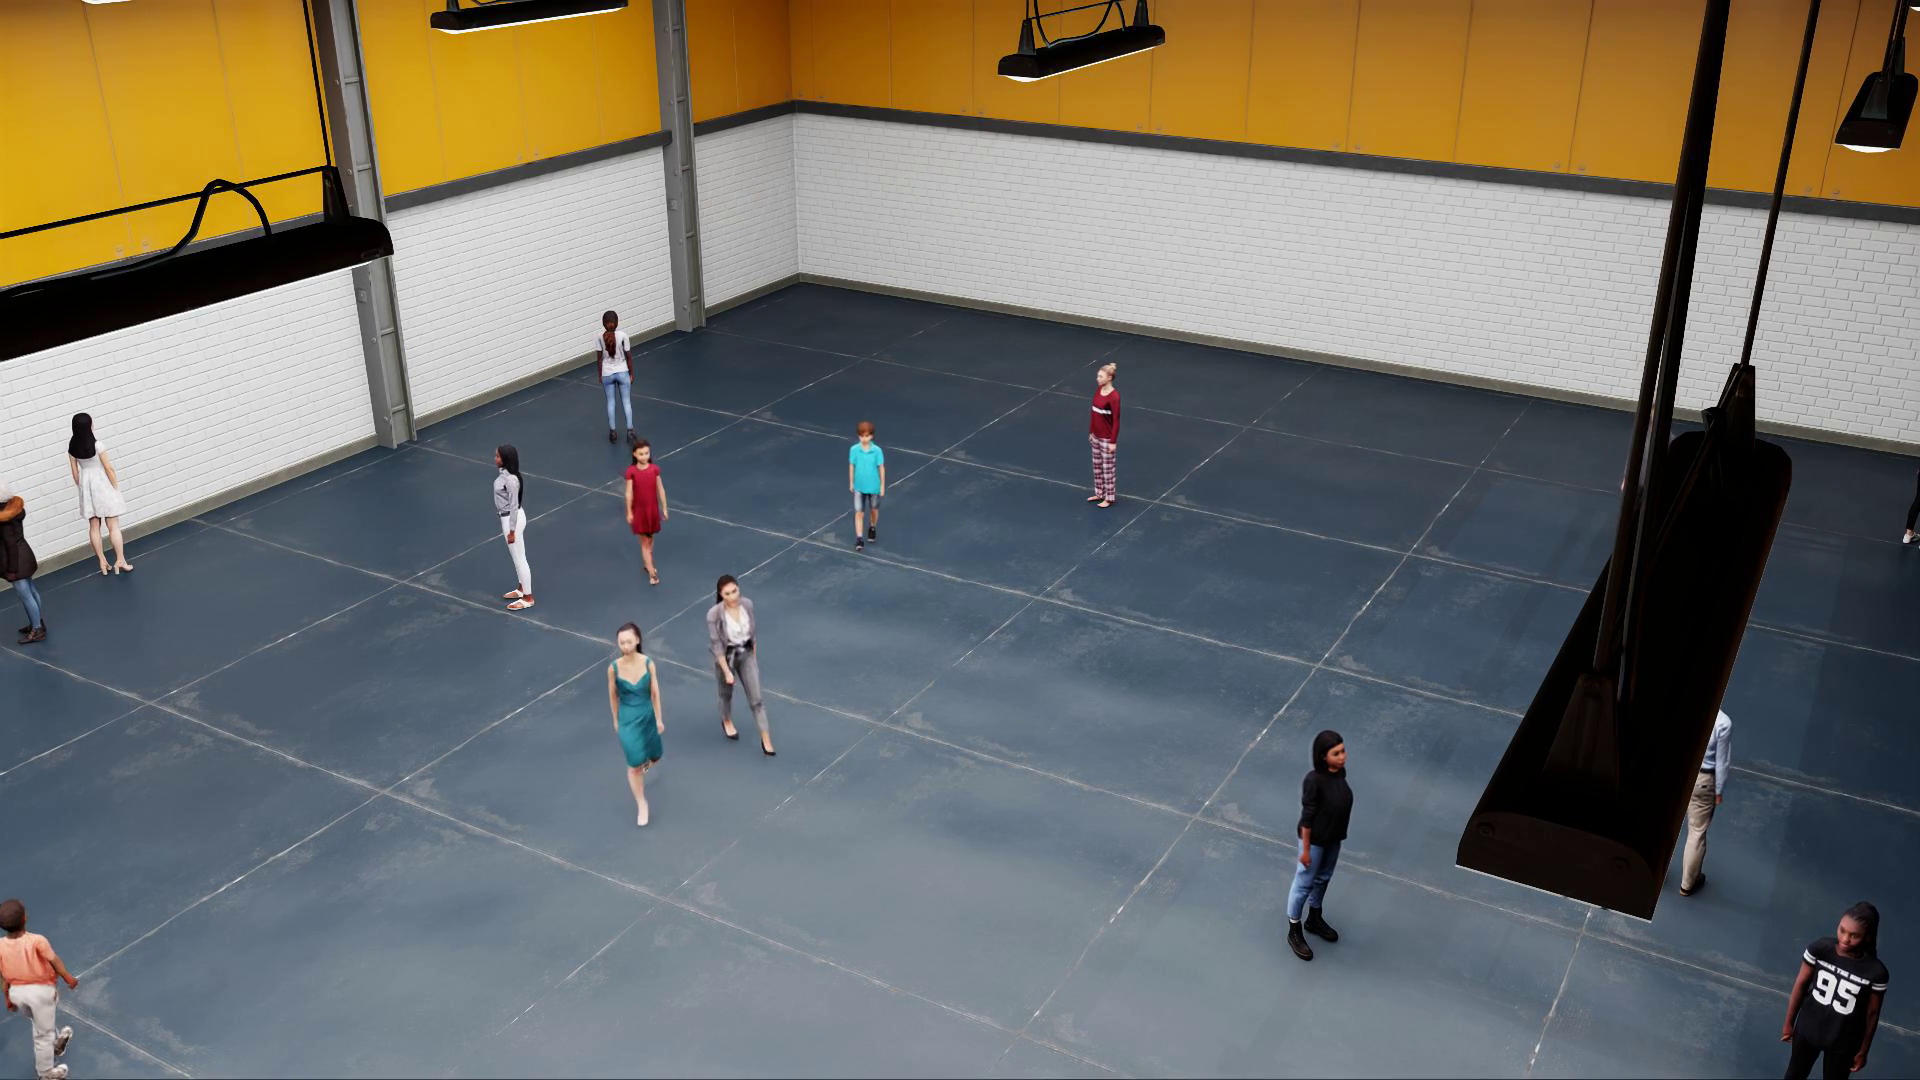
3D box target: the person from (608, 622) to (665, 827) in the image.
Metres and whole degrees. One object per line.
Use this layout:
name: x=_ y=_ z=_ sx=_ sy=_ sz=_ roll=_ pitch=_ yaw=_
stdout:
person: x=-2.537 y=1.411 z=13.174 sx=0.899 sy=1.666 sz=0.978 roll=-5 pitch=24 yaw=-10

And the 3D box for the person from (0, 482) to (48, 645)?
person: x=-9.066 y=0.198 z=15.990 sx=0.793 sy=1.632 sz=0.743 roll=-8 pitch=25 yaw=-17

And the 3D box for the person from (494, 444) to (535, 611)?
person: x=-4.484 y=-0.157 z=16.687 sx=0.712 sy=1.725 sz=0.672 roll=-9 pitch=25 yaw=-19

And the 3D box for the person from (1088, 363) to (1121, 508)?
person: x=1.665 y=-1.211 z=19.133 sx=0.670 sy=1.697 sz=0.679 roll=-13 pitch=27 yaw=-27

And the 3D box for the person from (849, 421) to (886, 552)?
person: x=-1.002 y=-0.624 z=18.140 sx=0.812 sy=1.416 sz=0.994 roll=1 pitch=24 yaw=2

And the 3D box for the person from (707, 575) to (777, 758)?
person: x=-1.964 y=1.030 z=14.093 sx=1.108 sy=1.629 sz=0.997 roll=-16 pitch=28 yaw=-32

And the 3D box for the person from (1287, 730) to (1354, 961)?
person: x=2.506 y=2.084 z=11.591 sx=0.592 sy=1.701 sz=0.709 roll=-18 pitch=29 yaw=-35

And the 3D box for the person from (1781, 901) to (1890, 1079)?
person: x=5.084 y=2.883 z=9.728 sx=0.659 sy=1.729 sz=0.620 roll=20 pitch=30 yaw=38

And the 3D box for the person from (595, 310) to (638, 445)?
person: x=-4.369 y=-2.079 z=21.091 sx=0.666 sy=1.719 sz=0.694 roll=-2 pitch=24 yaw=-6

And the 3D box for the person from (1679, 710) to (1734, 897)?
person: x=5.345 y=1.748 z=12.175 sx=0.654 sy=1.848 sz=0.613 roll=15 pitch=28 yaw=31

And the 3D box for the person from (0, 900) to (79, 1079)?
person: x=-5.793 y=2.857 z=10.335 sx=0.701 sy=1.290 sz=0.838 roll=1 pitch=24 yaw=3

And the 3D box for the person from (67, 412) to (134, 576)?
person: x=-9.008 y=-0.486 z=17.380 sx=0.763 sy=1.774 sz=0.789 roll=1 pitch=24 yaw=2

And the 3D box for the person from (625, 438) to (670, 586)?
person: x=-3.307 y=-0.348 z=17.364 sx=0.901 sy=1.534 sz=0.867 roll=-13 pitch=27 yaw=-28
